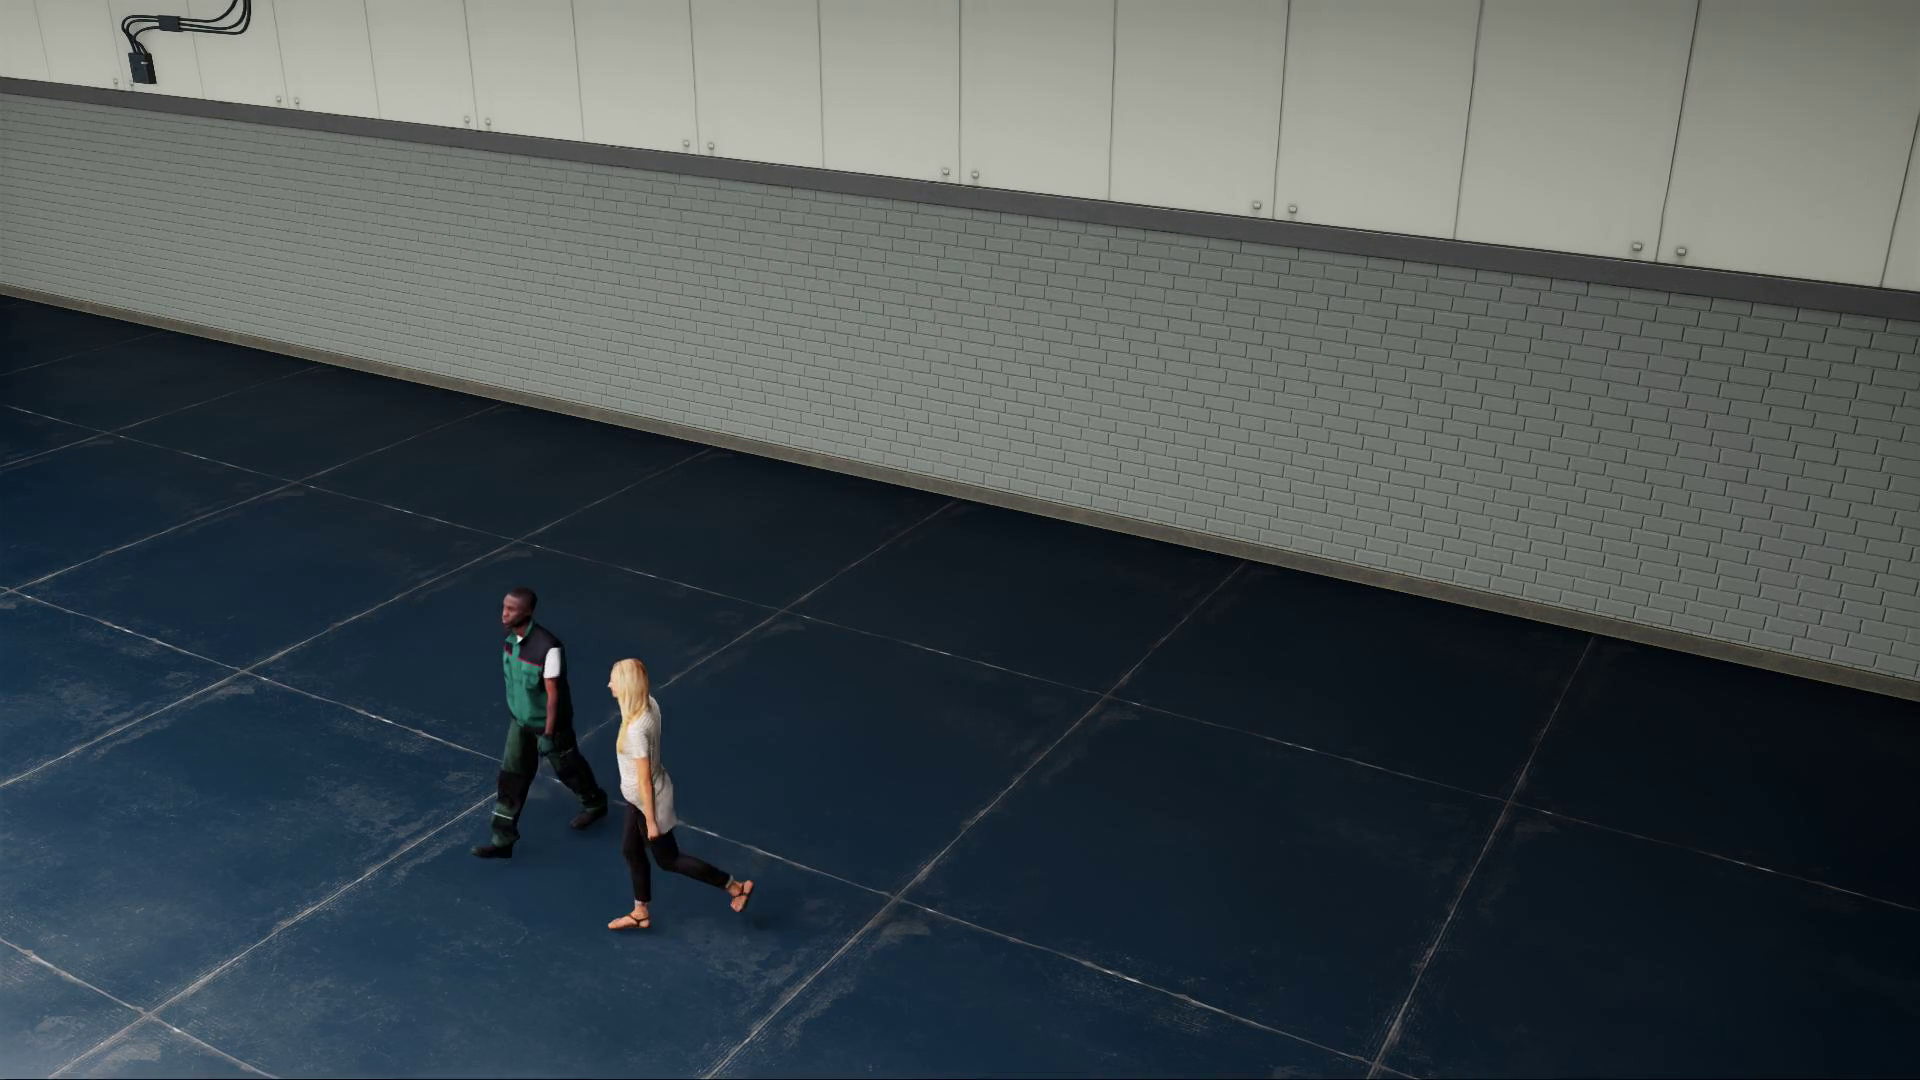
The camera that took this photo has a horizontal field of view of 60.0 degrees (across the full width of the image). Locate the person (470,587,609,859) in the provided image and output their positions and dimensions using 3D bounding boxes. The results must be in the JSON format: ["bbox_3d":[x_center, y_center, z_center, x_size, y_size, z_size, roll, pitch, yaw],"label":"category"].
[{"bbox_3d":[-2.550,1.119,10.456,0.838,1.777,1.260,18,29,36],"label":"person"}]

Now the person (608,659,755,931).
[{"bbox_3d":[-1.663,1.499,9.541,1.105,1.793,1.102,-3,23,-8],"label":"person"}]
